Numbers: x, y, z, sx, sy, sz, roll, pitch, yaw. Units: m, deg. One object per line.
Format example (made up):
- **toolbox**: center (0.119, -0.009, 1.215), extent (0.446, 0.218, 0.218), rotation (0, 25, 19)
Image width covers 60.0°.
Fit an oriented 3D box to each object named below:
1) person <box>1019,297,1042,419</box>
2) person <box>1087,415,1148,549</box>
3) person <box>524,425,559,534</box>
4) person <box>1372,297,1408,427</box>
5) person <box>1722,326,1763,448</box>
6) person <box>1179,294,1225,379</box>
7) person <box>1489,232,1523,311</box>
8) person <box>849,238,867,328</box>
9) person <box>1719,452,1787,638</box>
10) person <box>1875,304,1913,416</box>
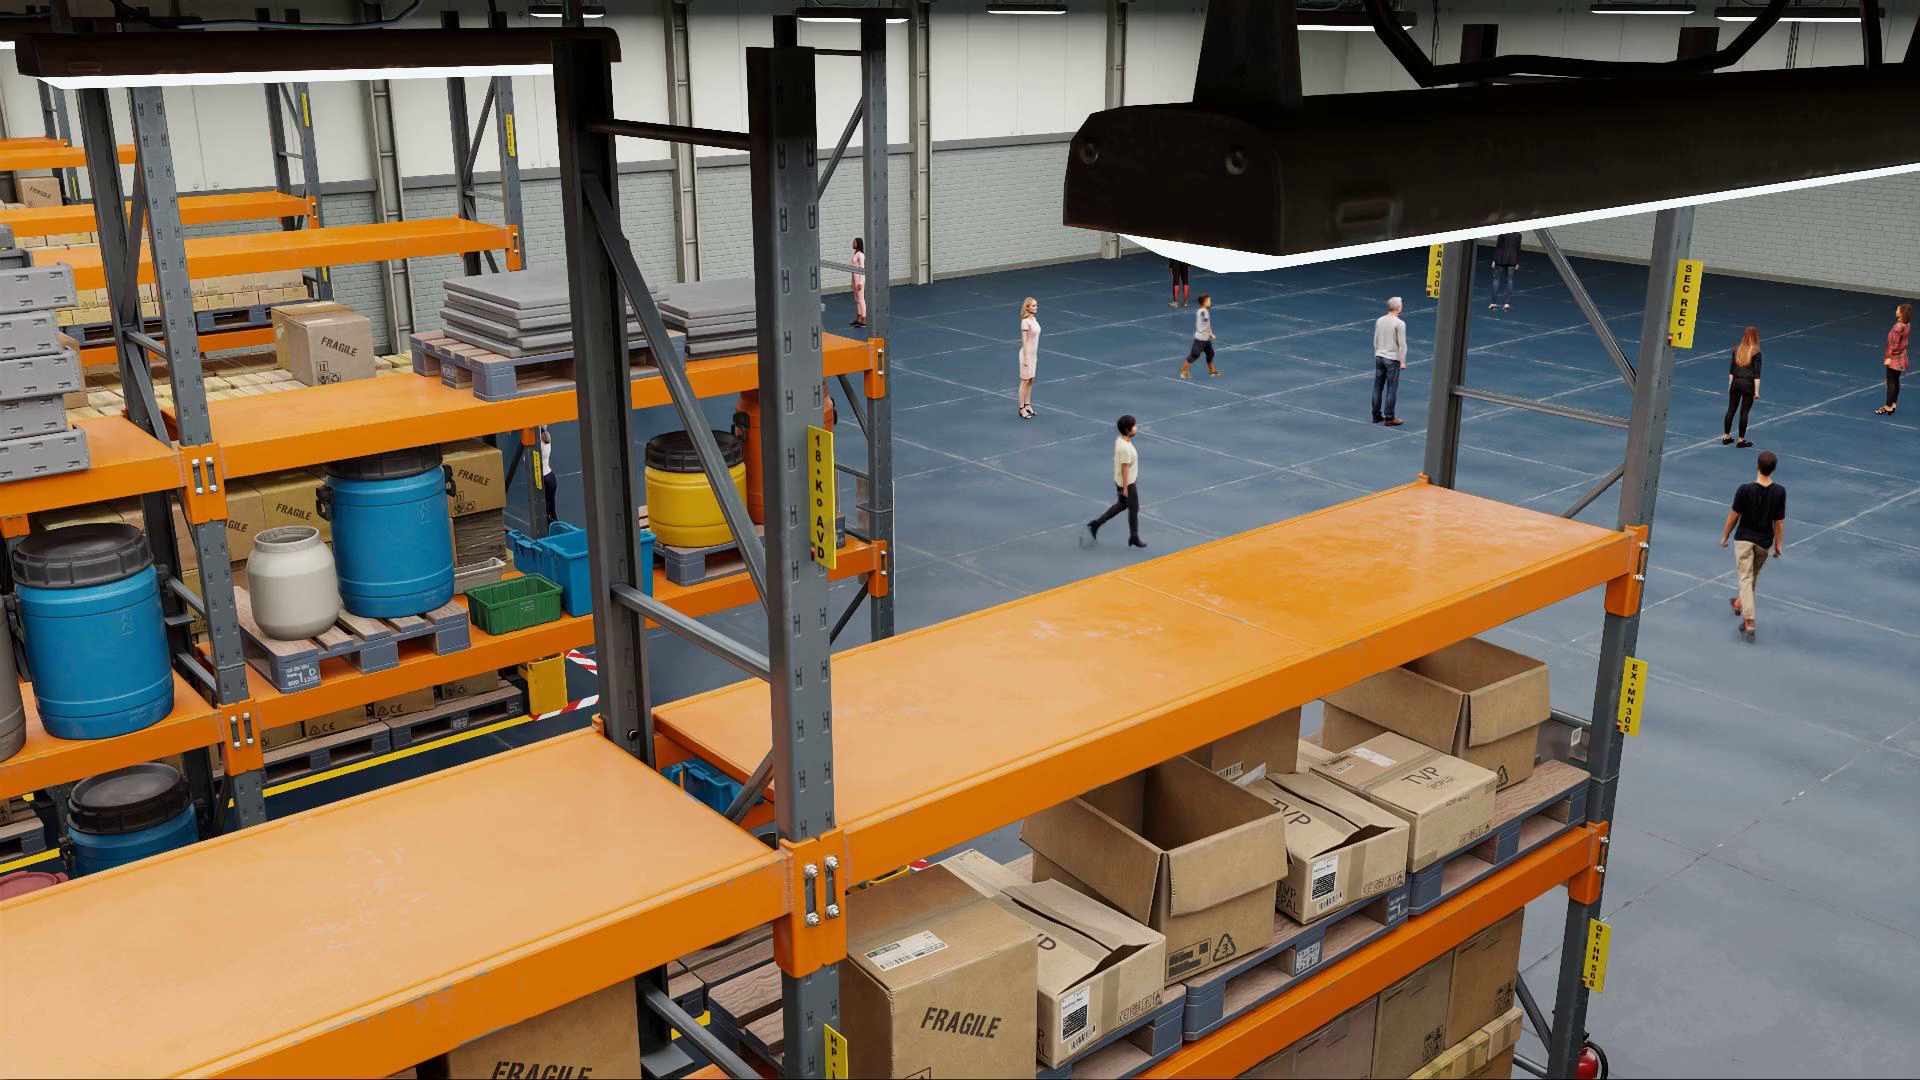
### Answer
- **person**: center (1.032, -2.778, 25.249), extent (0.685, 1.830, 0.544), rotation (10, 21, 28)
- **person**: center (1.846, -0.661, 19.169), extent (1.024, 1.570, 0.904), rotation (-1, 18, -3)
- **person**: center (-4.676, -0.575, 18.694), extent (0.740, 1.700, 0.671), rotation (2, 18, 7)
- **person**: center (6.395, -2.676, 24.804), extent (0.660, 1.911, 0.757), rotation (-11, 21, -31)
- **person**: center (11.112, -2.186, 23.621), extent (0.563, 1.713, 0.630), rotation (-11, 21, -30)
- **person**: center (4.011, -3.448, 27.967), extent (1.078, 1.420, 0.937), rotation (-1, 18, -4)
- **person**: center (10.016, -5.126, 30.667), extent (0.816, 1.782, 0.791), rotation (1, 18, 2)
- **person**: center (-1.965, -5.009, 32.277), extent (0.643, 1.722, 0.679), rotation (-7, 19, -21)
- **person**: center (7.903, 0.078, 16.520), extent (1.141, 1.805, 1.223), rotation (2, 18, 7)
- **person**: center (14.314, -2.772, 25.435), extent (0.684, 1.703, 0.510), rotation (17, 25, 42)
